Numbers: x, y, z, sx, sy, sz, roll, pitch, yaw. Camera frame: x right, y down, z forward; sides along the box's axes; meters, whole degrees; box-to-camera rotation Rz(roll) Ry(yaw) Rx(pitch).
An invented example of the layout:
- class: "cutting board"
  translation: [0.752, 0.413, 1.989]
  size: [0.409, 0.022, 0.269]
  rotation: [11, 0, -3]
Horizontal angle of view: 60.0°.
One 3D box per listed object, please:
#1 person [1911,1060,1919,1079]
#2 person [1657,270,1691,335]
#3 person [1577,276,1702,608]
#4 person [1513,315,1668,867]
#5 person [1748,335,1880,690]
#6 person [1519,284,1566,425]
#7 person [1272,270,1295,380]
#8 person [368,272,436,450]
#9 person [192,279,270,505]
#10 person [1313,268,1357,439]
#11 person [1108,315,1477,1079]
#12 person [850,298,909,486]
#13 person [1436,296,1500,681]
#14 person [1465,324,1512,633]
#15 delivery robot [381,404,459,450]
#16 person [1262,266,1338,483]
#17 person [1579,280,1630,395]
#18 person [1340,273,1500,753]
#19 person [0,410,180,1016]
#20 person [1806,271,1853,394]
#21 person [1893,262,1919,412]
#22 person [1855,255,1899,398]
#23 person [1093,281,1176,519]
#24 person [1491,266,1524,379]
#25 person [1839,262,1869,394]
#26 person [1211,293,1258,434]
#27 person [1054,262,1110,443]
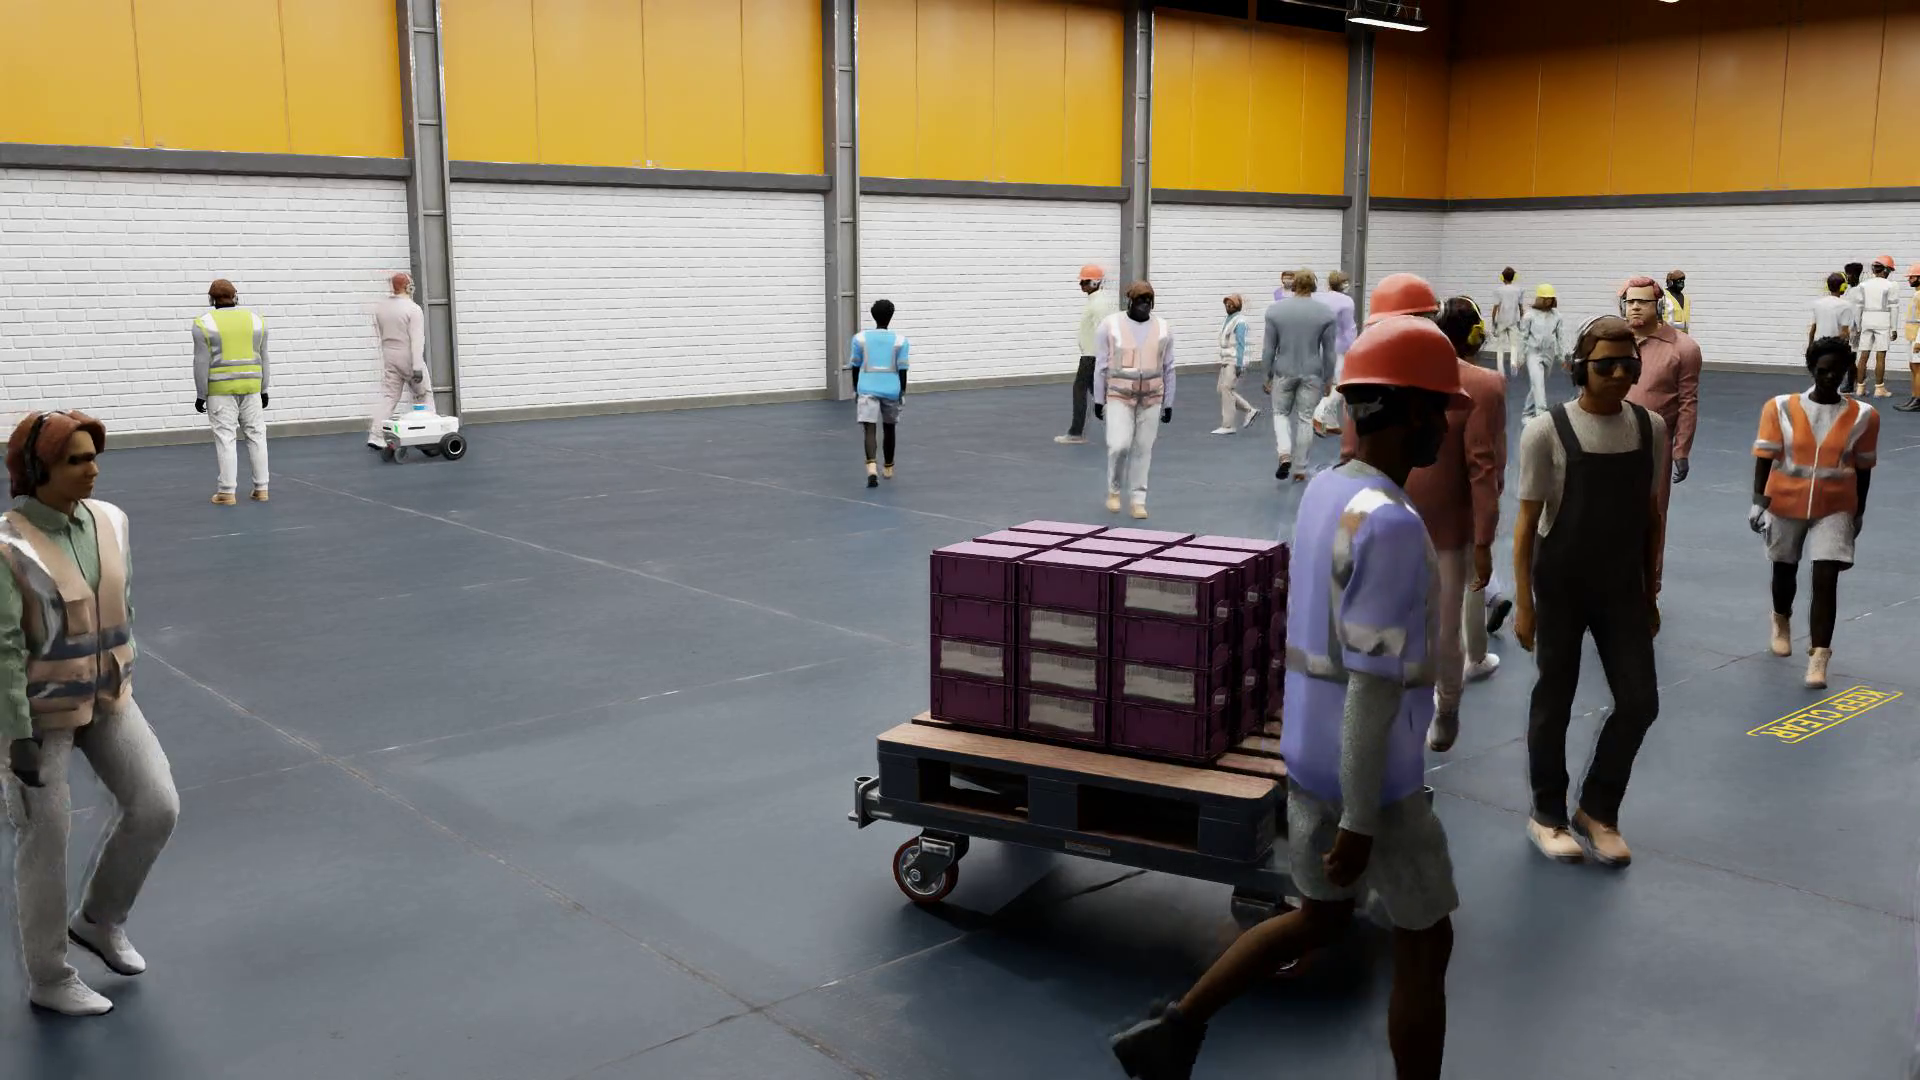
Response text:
- class: "person"
  translation: [1.087, 0.807, 1.360]
  size: [0.614, 2.045, 0.807]
  rotation: [2, 10, 13]
- class: "person"
  translation: [9.212, -2.567, 21.553]
  size: [0.619, 1.845, 0.430]
  rotation: [-5, 11, -26]
- class: "person"
  translation: [3.784, -0.519, 9.368]
  size: [0.638, 1.910, 0.407]
  rotation: [6, 12, 33]
- class: "person"
  translation: [2.073, 0.188, 5.451]
  size: [0.546, 1.827, 0.522]
  rotation: [-1, 10, -6]
- class: "person"
  translation: [4.129, -0.174, 8.078]
  size: [0.530, 1.658, 0.870]
  rotation: [5, 11, 27]
- class: "person"
  translation: [6.817, -2.142, 19.485]
  size: [0.502, 1.695, 0.895]
  rotation: [-2, 10, -10]
- class: "person"
  translation: [5.462, -3.545, 27.407]
  size: [0.573, 1.809, 0.838]
  rotation: [7, 12, 37]
- class: "person"
  translation: [-5.822, -1.870, 17.427]
  size: [0.658, 1.863, 0.964]
  rotation: [5, 11, 28]
- class: "person"
  translation: [-5.960, -1.209, 13.617]
  size: [0.430, 1.838, 0.619]
  rotation: [9, 13, 43]
- class: "person"
  translation: [4.084, -2.046, 18.369]
  size: [0.742, 1.899, 0.644]
  rotation: [-5, 11, -26]
- class: "person"
  translation: [0.778, 0.471, 3.598]
  size: [0.803, 1.907, 0.551]
  rotation: [-1, 10, -8]
- class: "person"
  translation: [-0.714, -1.316, 14.776]
  size: [0.523, 1.655, 0.868]
  rotation: [-1, 10, -4]
- class: "person"
  translation: [2.301, -0.209, 7.814]
  size: [0.516, 1.829, 0.841]
  rotation: [7, 12, 35]
- class: "person"
  translation: [2.776, -0.379, 9.058]
  size: [0.533, 1.730, 0.815]
  rotation: [-4, 11, -25]
- class: "delivery robot"
  translation: [-5.341, -1.100, 16.452]
  size: [0.477, 0.478, 0.707]
  rotation: [10, 14, 44]
- class: "person"
  translation: [3.010, -1.453, 14.768]
  size: [0.649, 1.929, 0.446]
  rotation: [2, 10, 12]
- class: "person"
  translation: [4.822, -0.972, 12.155]
  size: [0.605, 1.879, 0.986]
  rotation: [6, 11, 30]
- class: "person"
  translation: [1.743, -0.027, 6.346]
  size: [0.627, 1.955, 0.757]
  rotation: [5, 11, 29]
- class: "person"
  translation: [-2.347, 0.469, 4.399]
  size: [0.389, 1.629, 0.516]
  rotation: [3, 10, 19]
- class: "person"
  translation: [9.853, -2.126, 18.924]
  size: [0.620, 1.860, 0.505]
  rotation: [-5, 11, -25]
- class: "person"
  translation: [12.446, -2.635, 21.670]
  size: [0.379, 1.938, 0.547]
  rotation: [4, 10, 22]
- class: "person"
  translation: [13.165, -3.058, 23.867]
  size: [0.396, 2.033, 0.605]
  rotation: [-6, 11, -32]
- class: "person"
  translation: [1.350, -1.071, 12.801]
  size: [0.637, 1.831, 0.448]
  rotation: [-1, 10, -9]
- class: "person"
  translation: [8.884, -3.495, 26.967]
  size: [0.530, 1.849, 0.611]
  rotation: [1, 10, 6]
- class: "person"
  translation: [13.073, -3.090, 24.334]
  size: [0.457, 1.940, 0.606]
  rotation: [1, 10, 6]
- class: "person"
  translation: [3.127, -1.994, 18.848]
  size: [0.468, 1.609, 0.532]
  rotation: [-1, 10, -7]
- class: "person"
  translation: [1.511, -2.017, 17.991]
  size: [0.892, 1.964, 0.617]
  rotation: [1, 10, 3]
